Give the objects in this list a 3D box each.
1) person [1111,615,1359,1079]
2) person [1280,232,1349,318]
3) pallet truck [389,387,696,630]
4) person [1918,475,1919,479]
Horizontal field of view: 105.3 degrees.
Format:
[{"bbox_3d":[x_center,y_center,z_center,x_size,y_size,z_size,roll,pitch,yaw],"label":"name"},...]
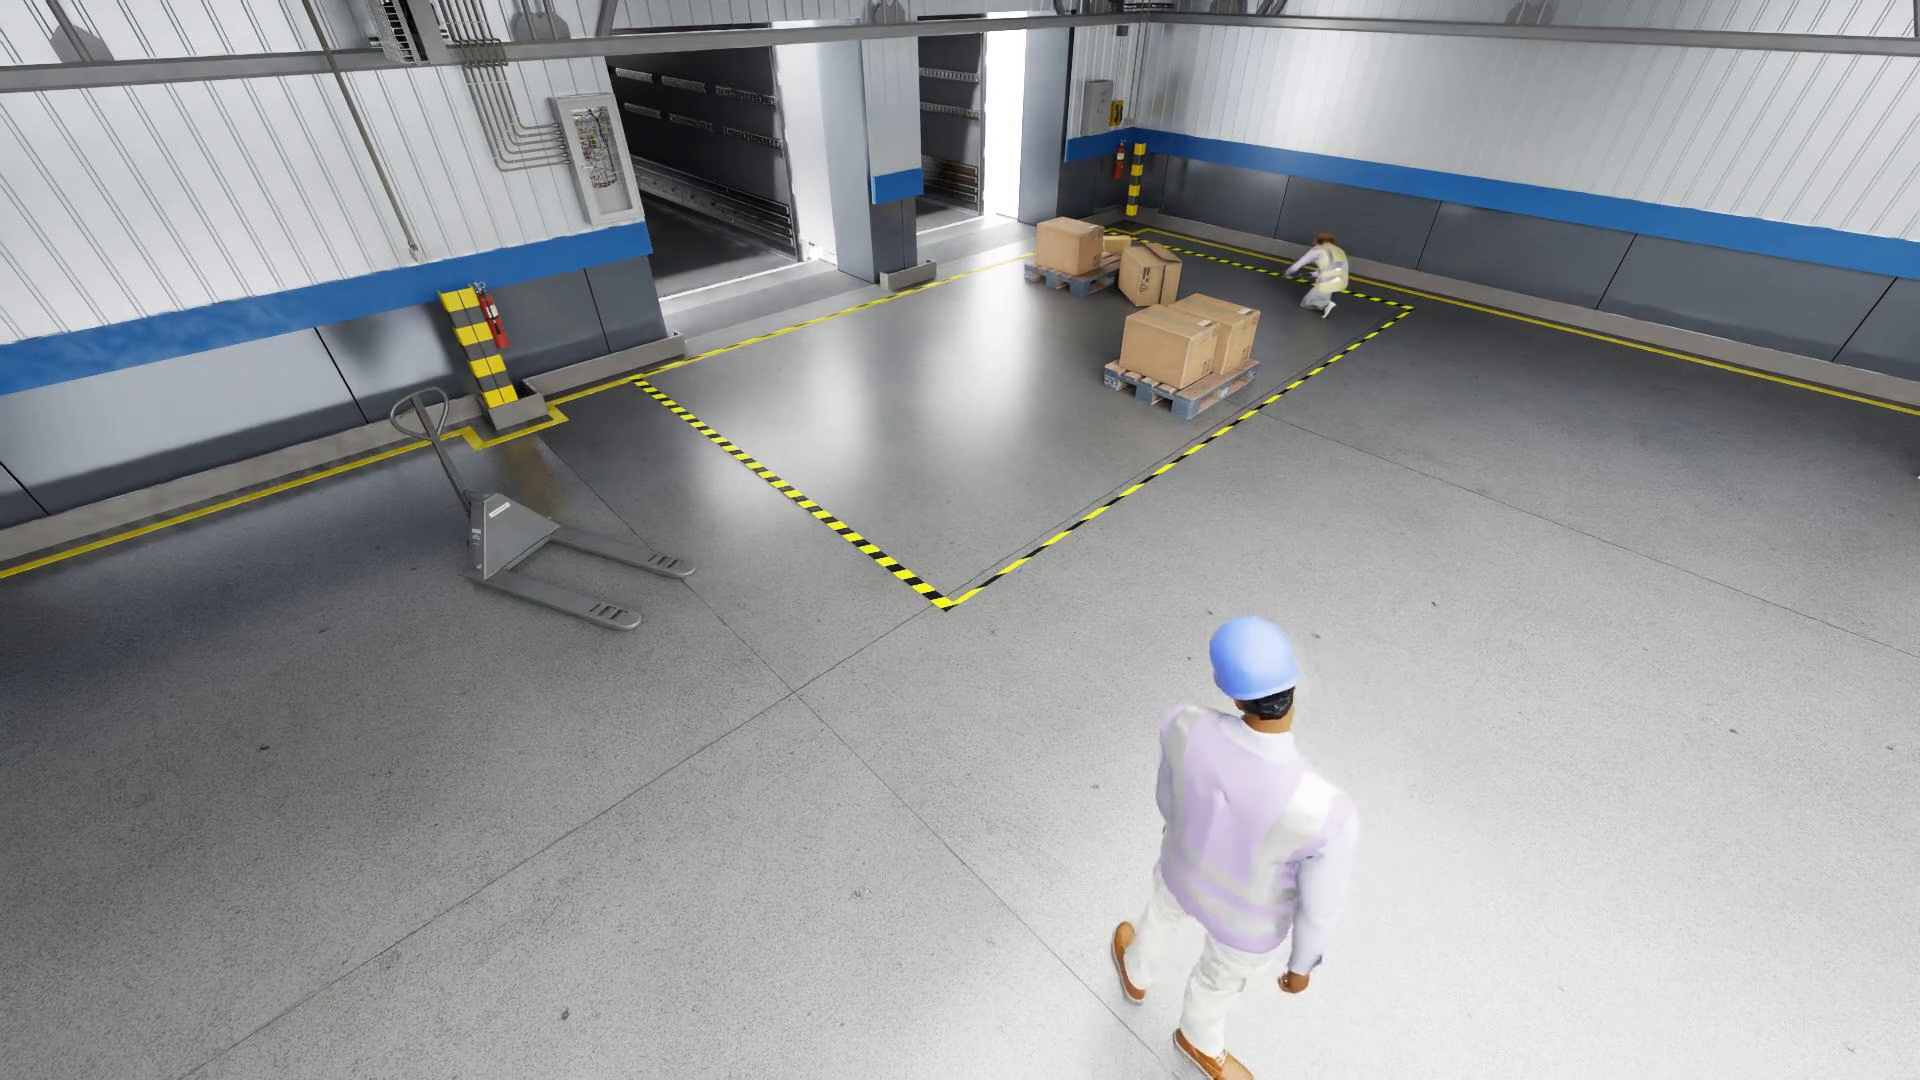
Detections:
[{"bbox_3d":[0.848,1.101,2.323,0.386,1.893,0.710,-22,43,-26],"label":"person"},{"bbox_3d":[4.280,-3.130,8.710,0.684,0.842,0.863,-7,38,-9],"label":"person"},{"bbox_3d":[-2.613,-0.247,4.593,1.601,1.201,0.680,14,40,17],"label":"pallet truck"},{"bbox_3d":[7.886,-1.108,5.294,0.486,1.743,0.311,0,38,0],"label":"person"}]
